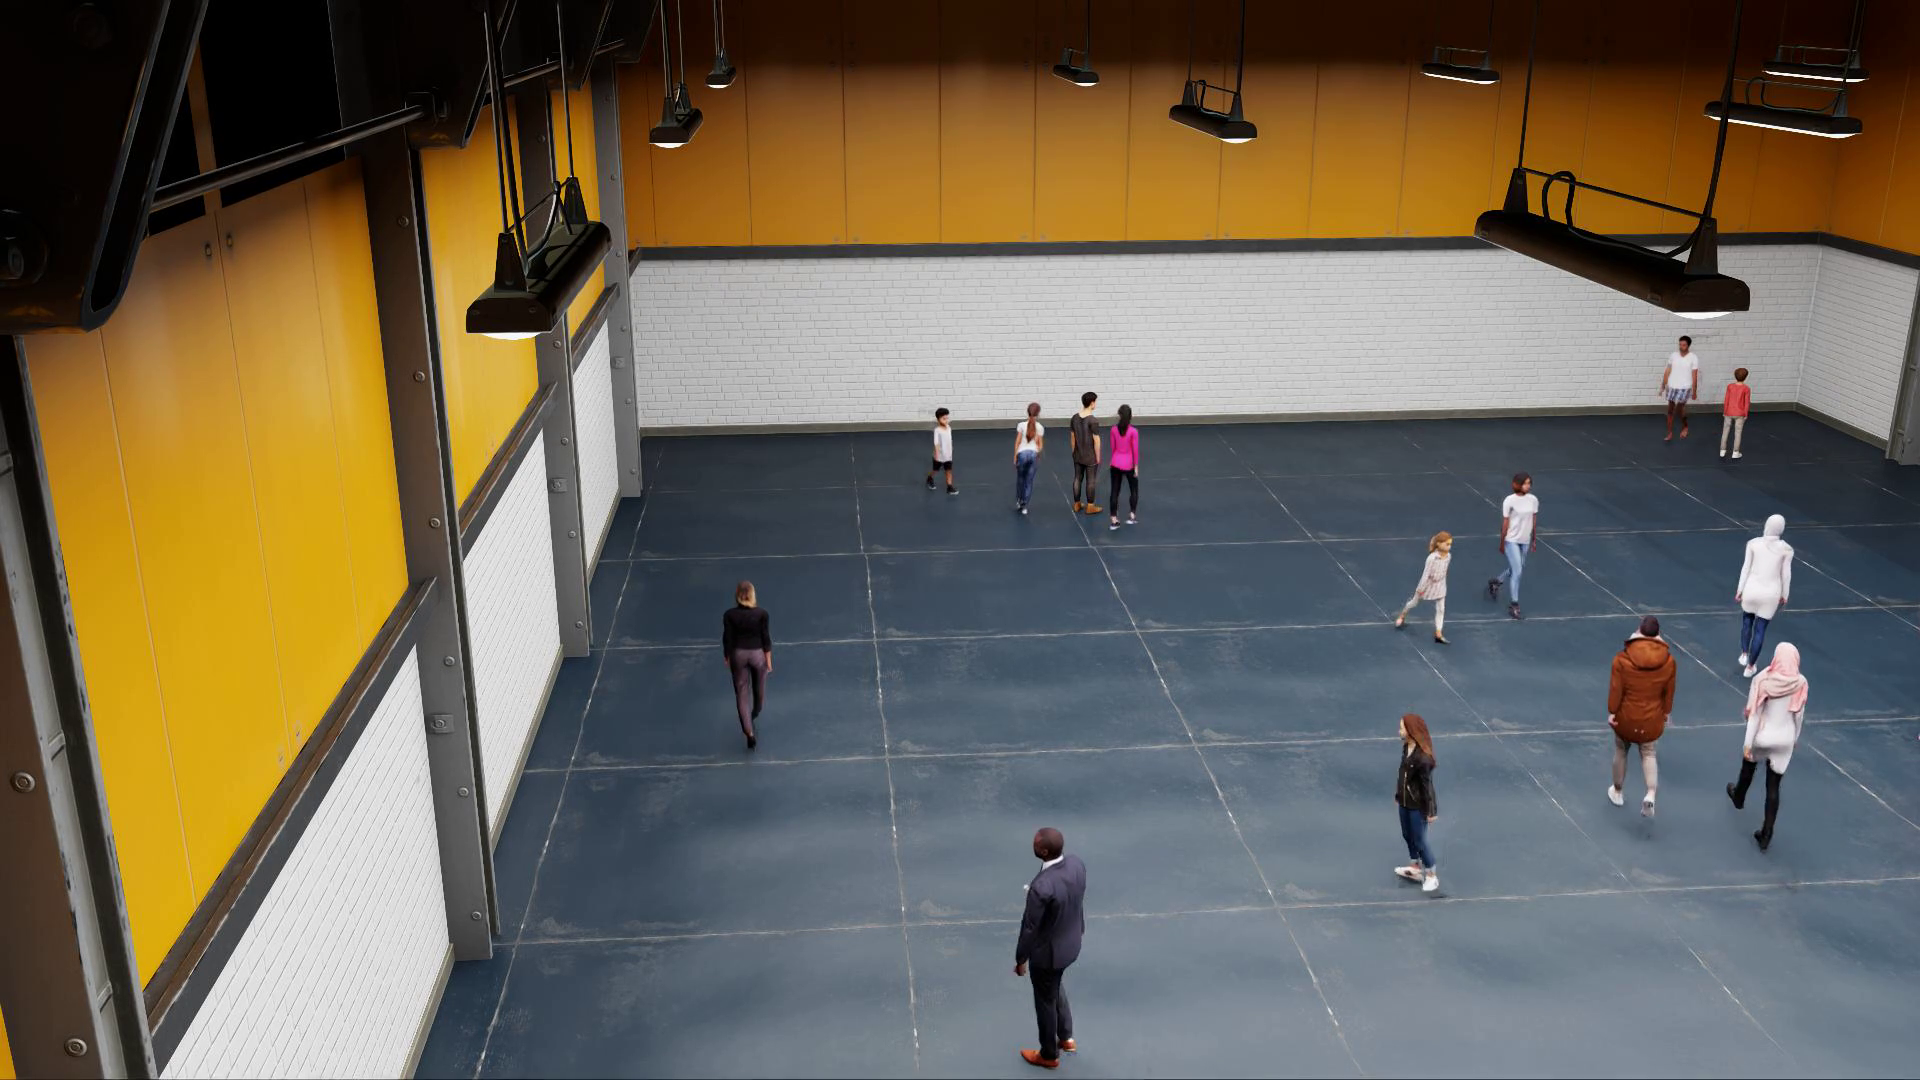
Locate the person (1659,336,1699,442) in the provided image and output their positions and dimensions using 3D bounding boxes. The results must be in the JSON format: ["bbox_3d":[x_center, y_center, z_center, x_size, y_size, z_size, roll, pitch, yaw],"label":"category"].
[{"bbox_3d":[11.586,-2.435,26.662,0.876,1.710,0.793,-13,22,-33],"label":"person"}]

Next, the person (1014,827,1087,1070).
[{"bbox_3d":[0.678,2.751,11.094,0.882,1.816,0.825,16,24,39],"label":"person"}]

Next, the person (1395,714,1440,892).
[{"bbox_3d":[3.745,2.131,13.498,0.777,1.457,0.518,-9,20,-24],"label":"person"}]

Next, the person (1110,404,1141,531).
[{"bbox_3d":[2.151,-0.952,22.314,0.811,1.674,0.900,10,21,26],"label":"person"}]

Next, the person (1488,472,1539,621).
[{"bbox_3d":[6.446,0.025,19.387,0.739,1.691,1.103,-6,19,-17],"label":"person"}]

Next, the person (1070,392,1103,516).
[{"bbox_3d":[1.741,-1.210,23.023,0.703,1.710,0.762,15,24,37],"label":"person"}]

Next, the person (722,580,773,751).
[{"bbox_3d":[-2.026,1.231,15.890,0.659,1.637,1.015,-3,19,-8],"label":"person"}]

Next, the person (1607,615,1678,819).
[{"bbox_3d":[5.970,1.573,14.586,0.864,1.821,1.074,3,19,9],"label":"person"}]

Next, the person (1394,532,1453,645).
[{"bbox_3d":[5.250,0.494,18.651,0.750,1.271,1.056,-7,20,-19],"label":"person"}]

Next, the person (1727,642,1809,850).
[{"bbox_3d":[6.901,1.772,14.096,0.838,1.756,1.207,3,19,8],"label":"person"}]

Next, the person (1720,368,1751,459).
[{"bbox_3d":[12.012,-1.978,25.763,0.590,1.416,0.653,15,24,38],"label":"person"}]

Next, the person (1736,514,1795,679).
[{"bbox_3d":[8.434,0.612,17.537,0.840,1.759,0.905,12,22,31],"label":"person"}]

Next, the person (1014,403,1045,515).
[{"bbox_3d":[0.953,-1.109,23.013,0.677,1.526,0.956,0,19,0],"label":"person"}]

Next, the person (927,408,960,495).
[{"bbox_3d":[-0.282,-1.297,24.012,0.791,1.243,0.930,-15,24,-37],"label":"person"}]
